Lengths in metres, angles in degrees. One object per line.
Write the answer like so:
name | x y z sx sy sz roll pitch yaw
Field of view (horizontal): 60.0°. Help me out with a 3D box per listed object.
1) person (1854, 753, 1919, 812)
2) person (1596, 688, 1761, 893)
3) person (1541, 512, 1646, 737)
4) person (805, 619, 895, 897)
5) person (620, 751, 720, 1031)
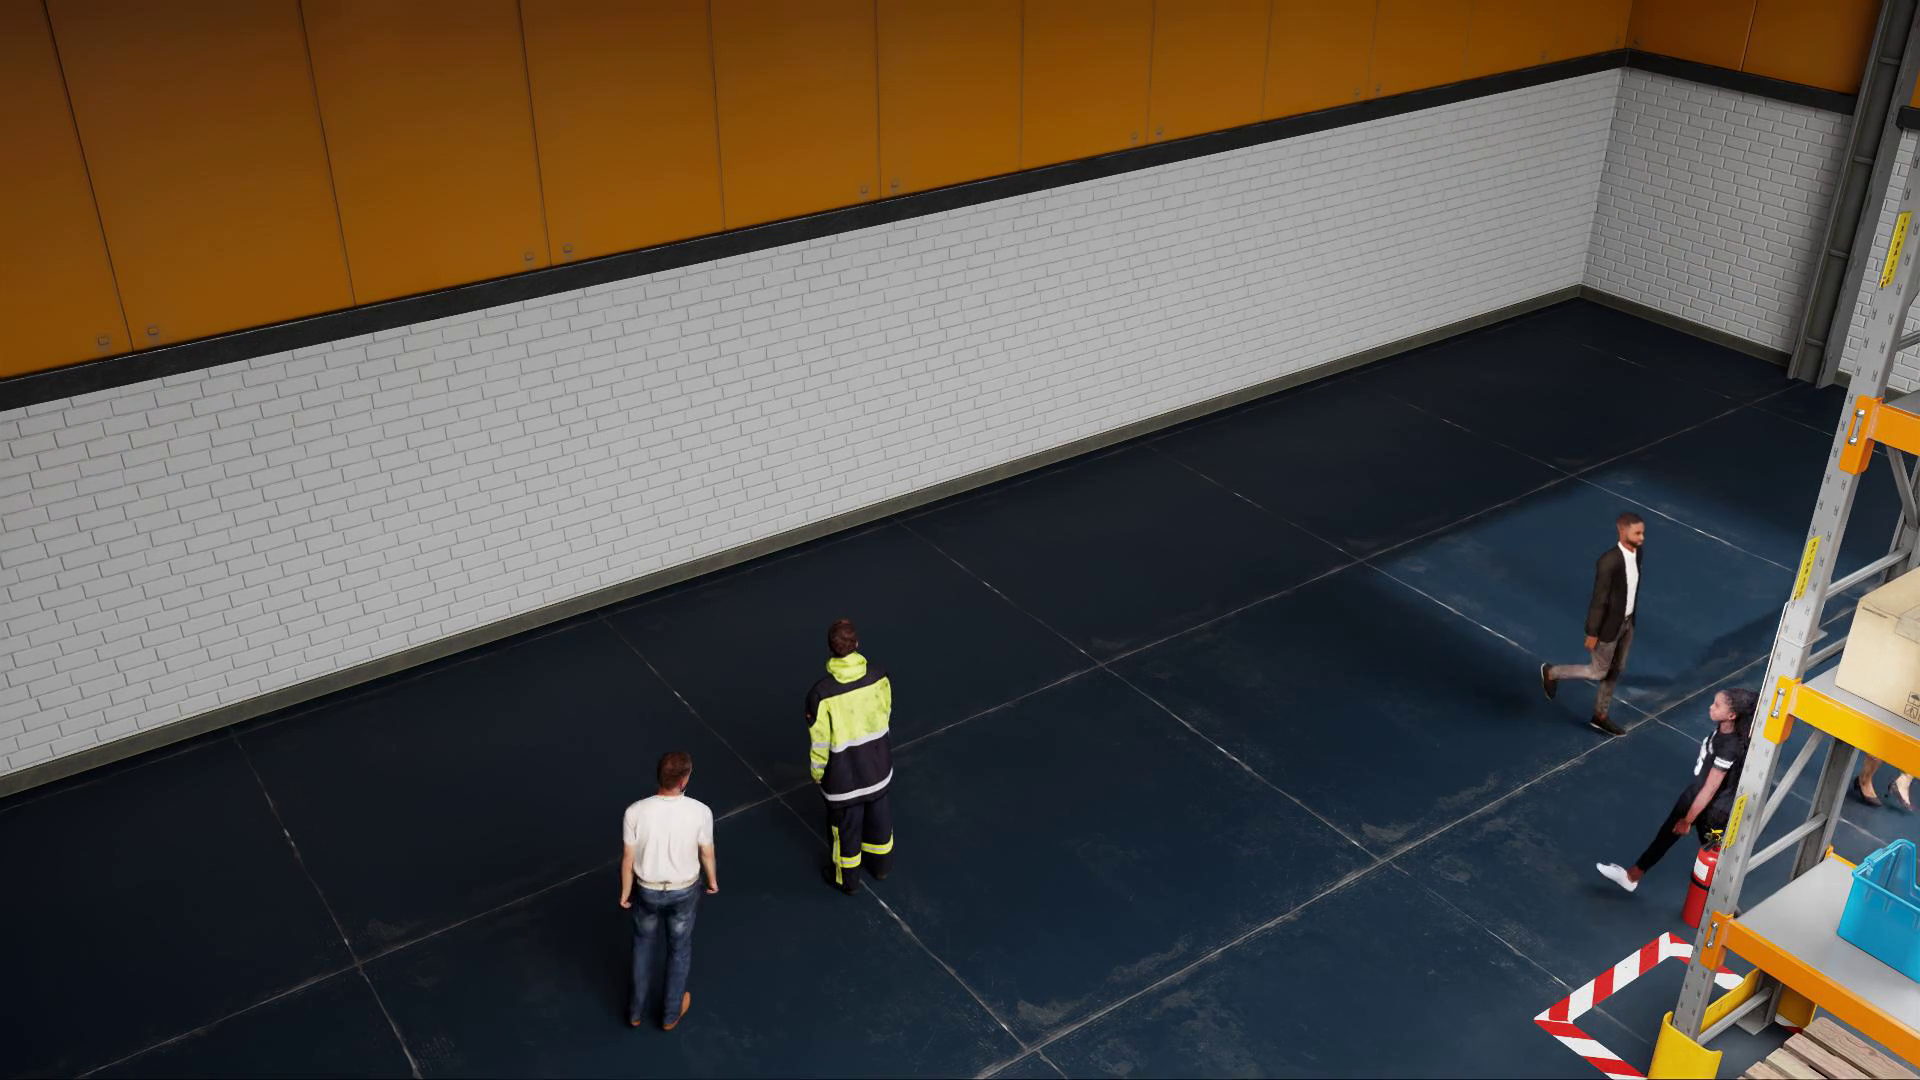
person | 6.469 1.092 11.468 0.576 1.731 0.639 -19 34 -31
person | 4.776 1.691 10.405 1.147 1.697 1.025 8 30 15
person | 4.743 0.596 12.321 0.702 1.784 0.970 -22 35 -34
person | -0.690 1.392 10.660 0.751 1.978 0.608 -18 33 -30
person | -1.718 2.072 9.586 0.853 1.812 0.839 -8 30 -15
